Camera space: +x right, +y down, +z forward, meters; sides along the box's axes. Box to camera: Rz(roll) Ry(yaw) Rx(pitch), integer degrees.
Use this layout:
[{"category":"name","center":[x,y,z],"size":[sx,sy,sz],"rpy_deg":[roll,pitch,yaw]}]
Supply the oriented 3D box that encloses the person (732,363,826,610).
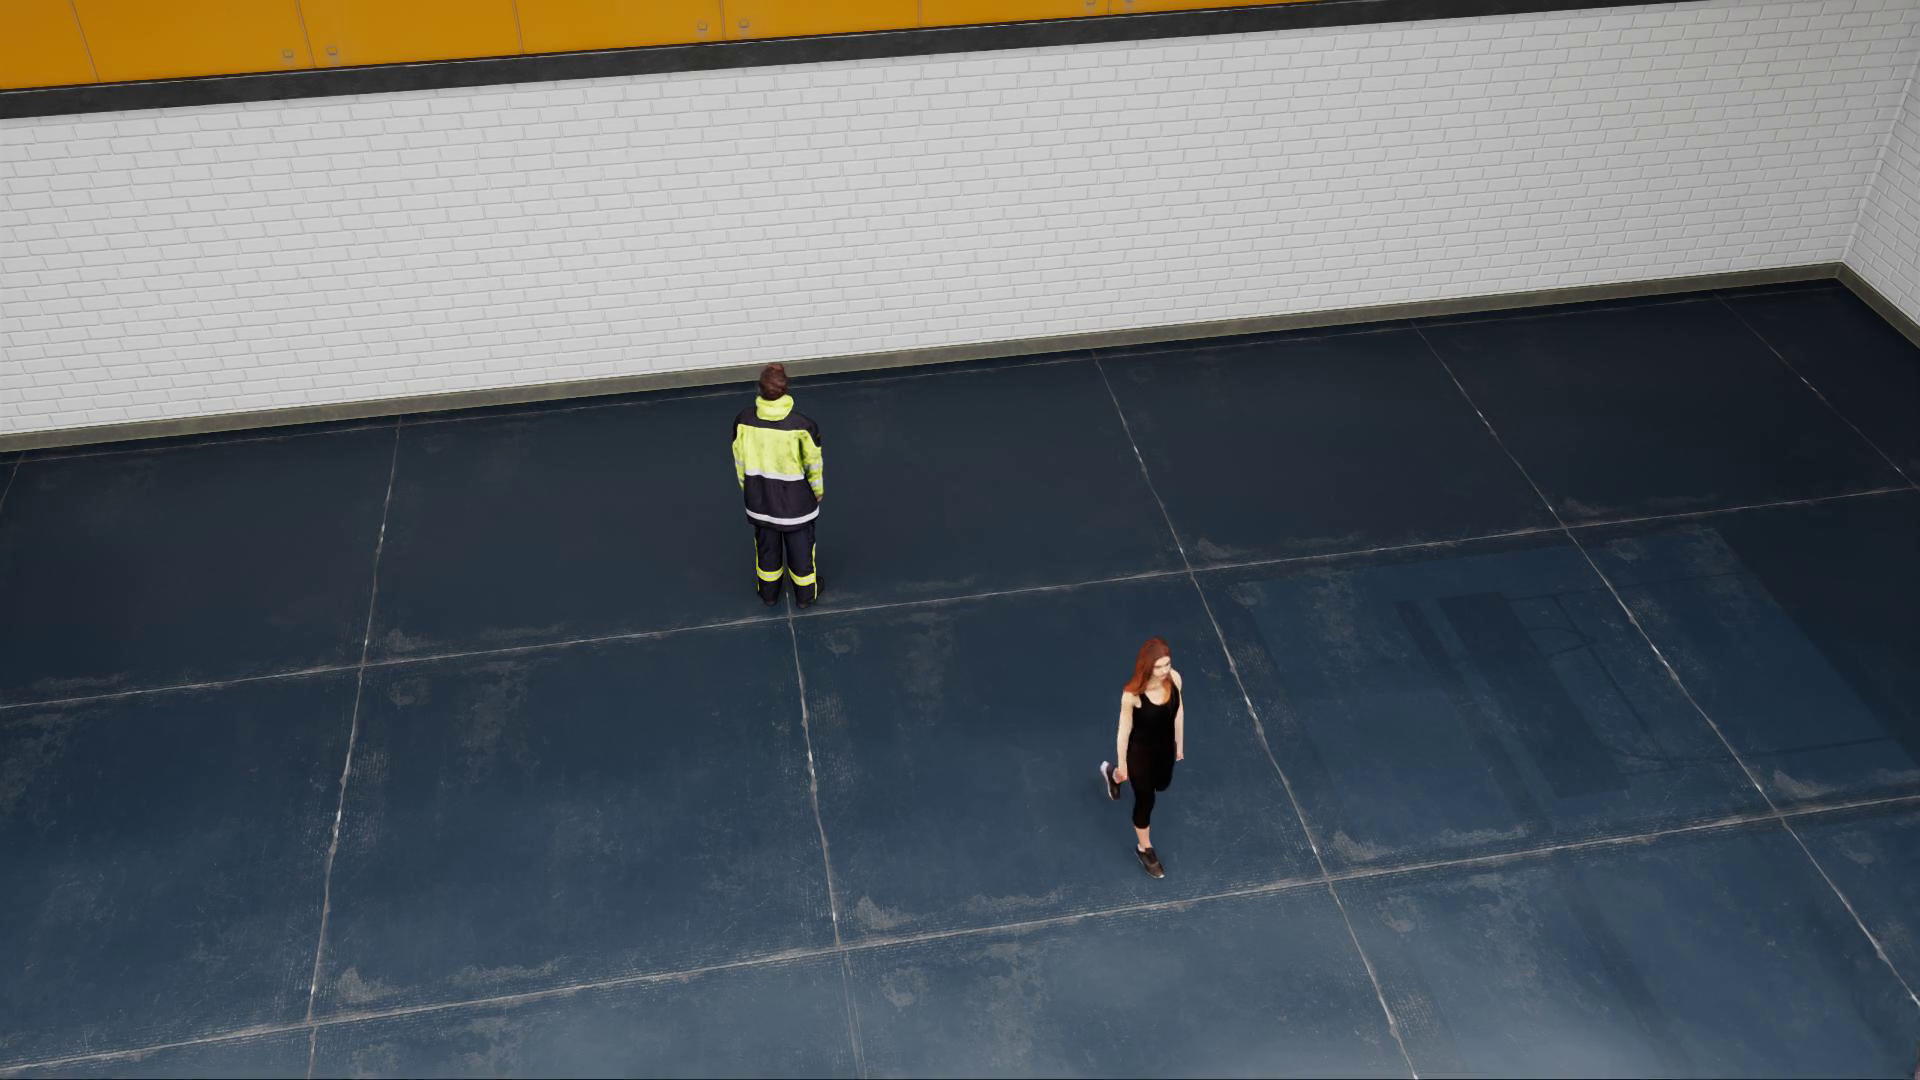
[{"category":"person","center":[-1.257,-0.372,11.611],"size":[0.851,1.986,0.781],"rpy_deg":[6,39,7]}]

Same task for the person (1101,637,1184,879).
[{"category":"person","center":[1.085,1.193,9.875],"size":[0.804,1.707,1.064],"rpy_deg":[-19,42,-22]}]
